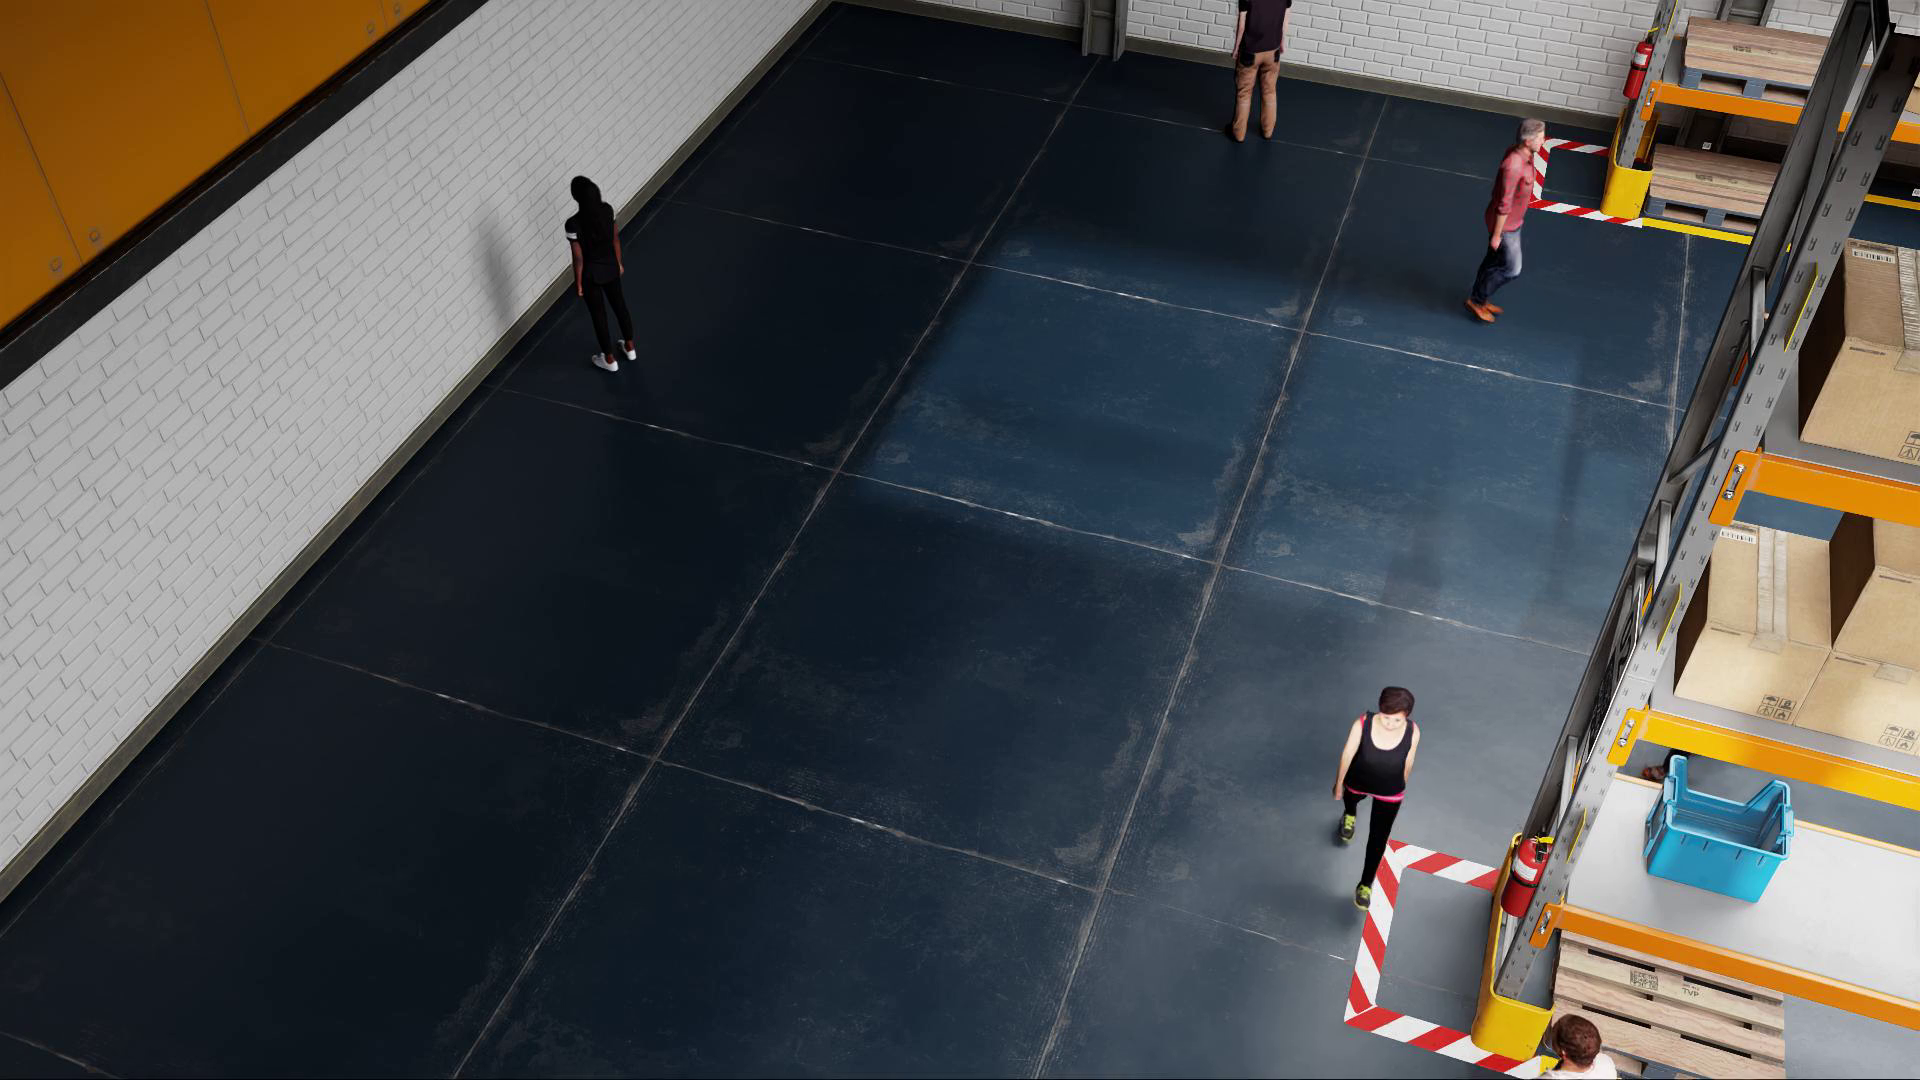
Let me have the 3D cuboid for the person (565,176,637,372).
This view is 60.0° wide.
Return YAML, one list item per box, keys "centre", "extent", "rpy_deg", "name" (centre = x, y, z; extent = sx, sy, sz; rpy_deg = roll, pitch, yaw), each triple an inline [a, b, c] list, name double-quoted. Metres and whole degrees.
- centre: [-2.862, -2.119, 13.183]
  extent: [0.681, 1.730, 0.691]
  rpy_deg: [33, 53, 30]
  name: "person"

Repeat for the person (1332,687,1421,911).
- centre: [2.419, 1.340, 9.712]
  extent: [0.977, 1.508, 0.668]
  rpy_deg: [11, 45, 11]
  name: "person"

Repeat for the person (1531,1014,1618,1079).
- centre: [2.824, 2.951, 7.816]
  extent: [1.228, 1.790, 1.321]
  rpy_deg: [-21, 47, -20]
  name: "person"

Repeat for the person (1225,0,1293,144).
- centre: [2.834, -4.658, 15.768]
  extent: [0.716, 1.841, 0.835]
  rpy_deg: [-7, 44, -8]
  name: "person"

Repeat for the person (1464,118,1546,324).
- centre: [4.392, -2.630, 13.653]
  extent: [0.611, 1.821, 0.710]
  rpy_deg: [16, 46, 16]
  name: "person"
